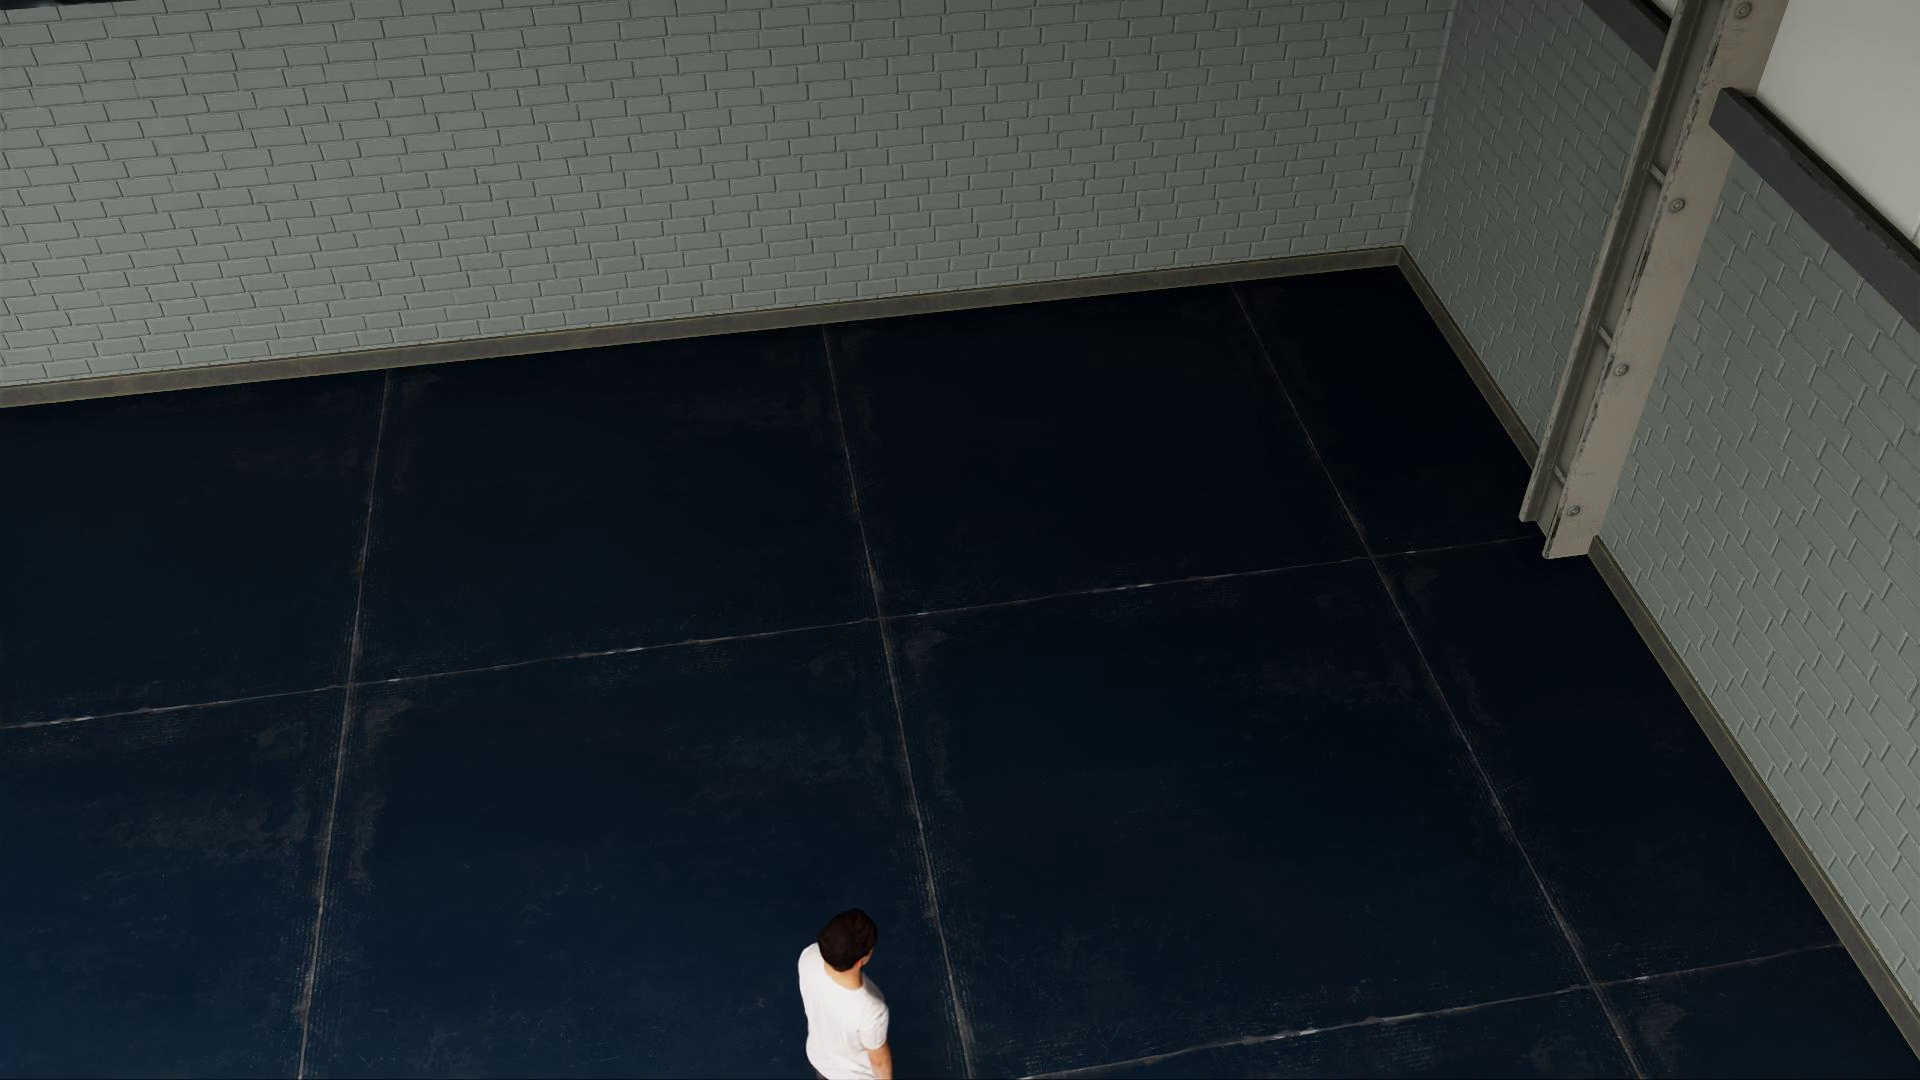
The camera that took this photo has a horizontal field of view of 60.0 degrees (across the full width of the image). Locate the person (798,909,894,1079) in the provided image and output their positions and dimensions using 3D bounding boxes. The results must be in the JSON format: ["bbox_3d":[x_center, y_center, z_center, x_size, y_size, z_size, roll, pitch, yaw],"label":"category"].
[{"bbox_3d":[-0.466,2.058,6.704,0.750,1.718,0.650,-34,53,-31],"label":"person"}]
